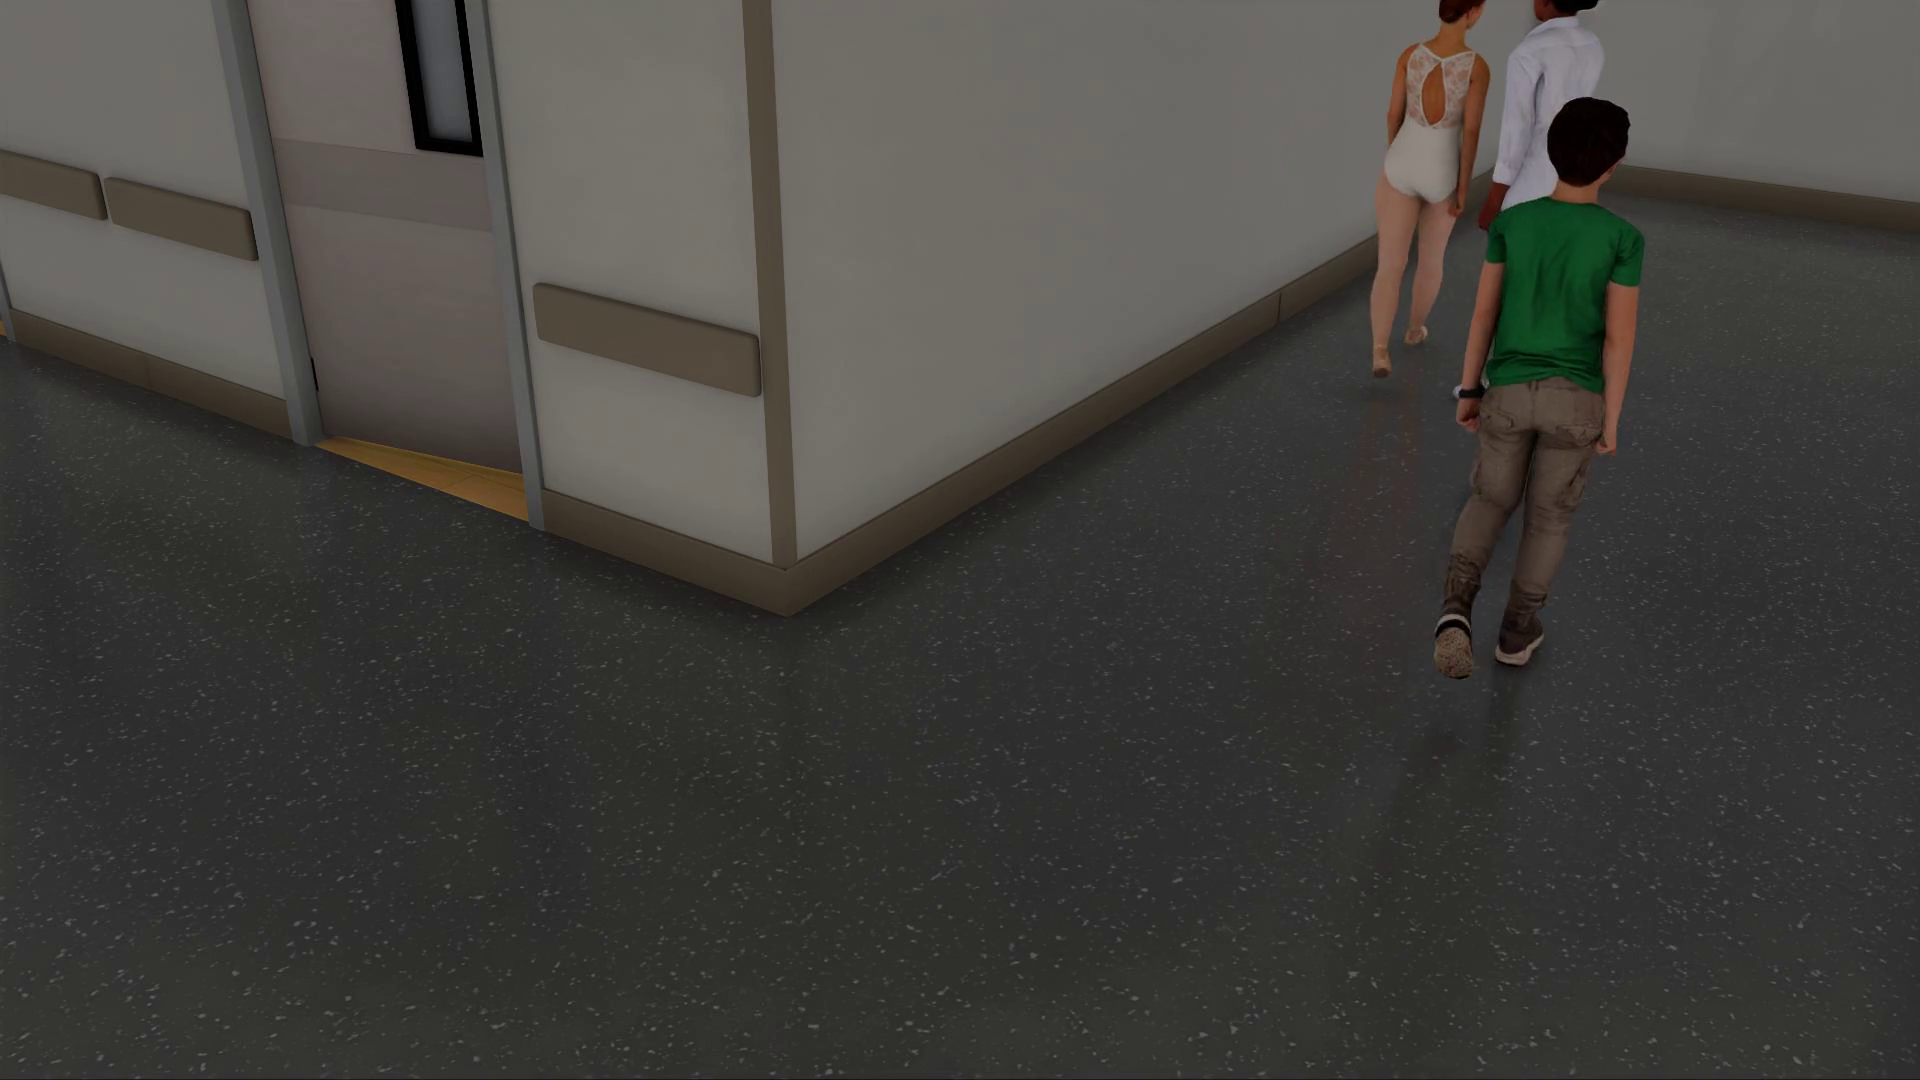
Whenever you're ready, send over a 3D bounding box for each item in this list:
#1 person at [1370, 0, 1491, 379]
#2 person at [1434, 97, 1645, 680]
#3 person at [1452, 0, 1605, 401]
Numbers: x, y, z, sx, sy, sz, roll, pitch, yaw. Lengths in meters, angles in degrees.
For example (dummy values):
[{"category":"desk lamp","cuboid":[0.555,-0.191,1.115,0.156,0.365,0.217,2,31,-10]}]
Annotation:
[{"category":"person","cuboid":[1.868,-1.435,6.794,0.716,1.605,1.110,10,27,19]},{"category":"person","cuboid":[1.551,-0.343,4.497,0.581,1.635,0.892,16,30,30]},{"category":"person","cuboid":[2.232,-1.377,6.441,0.615,1.808,0.764,-16,30,-29]}]
